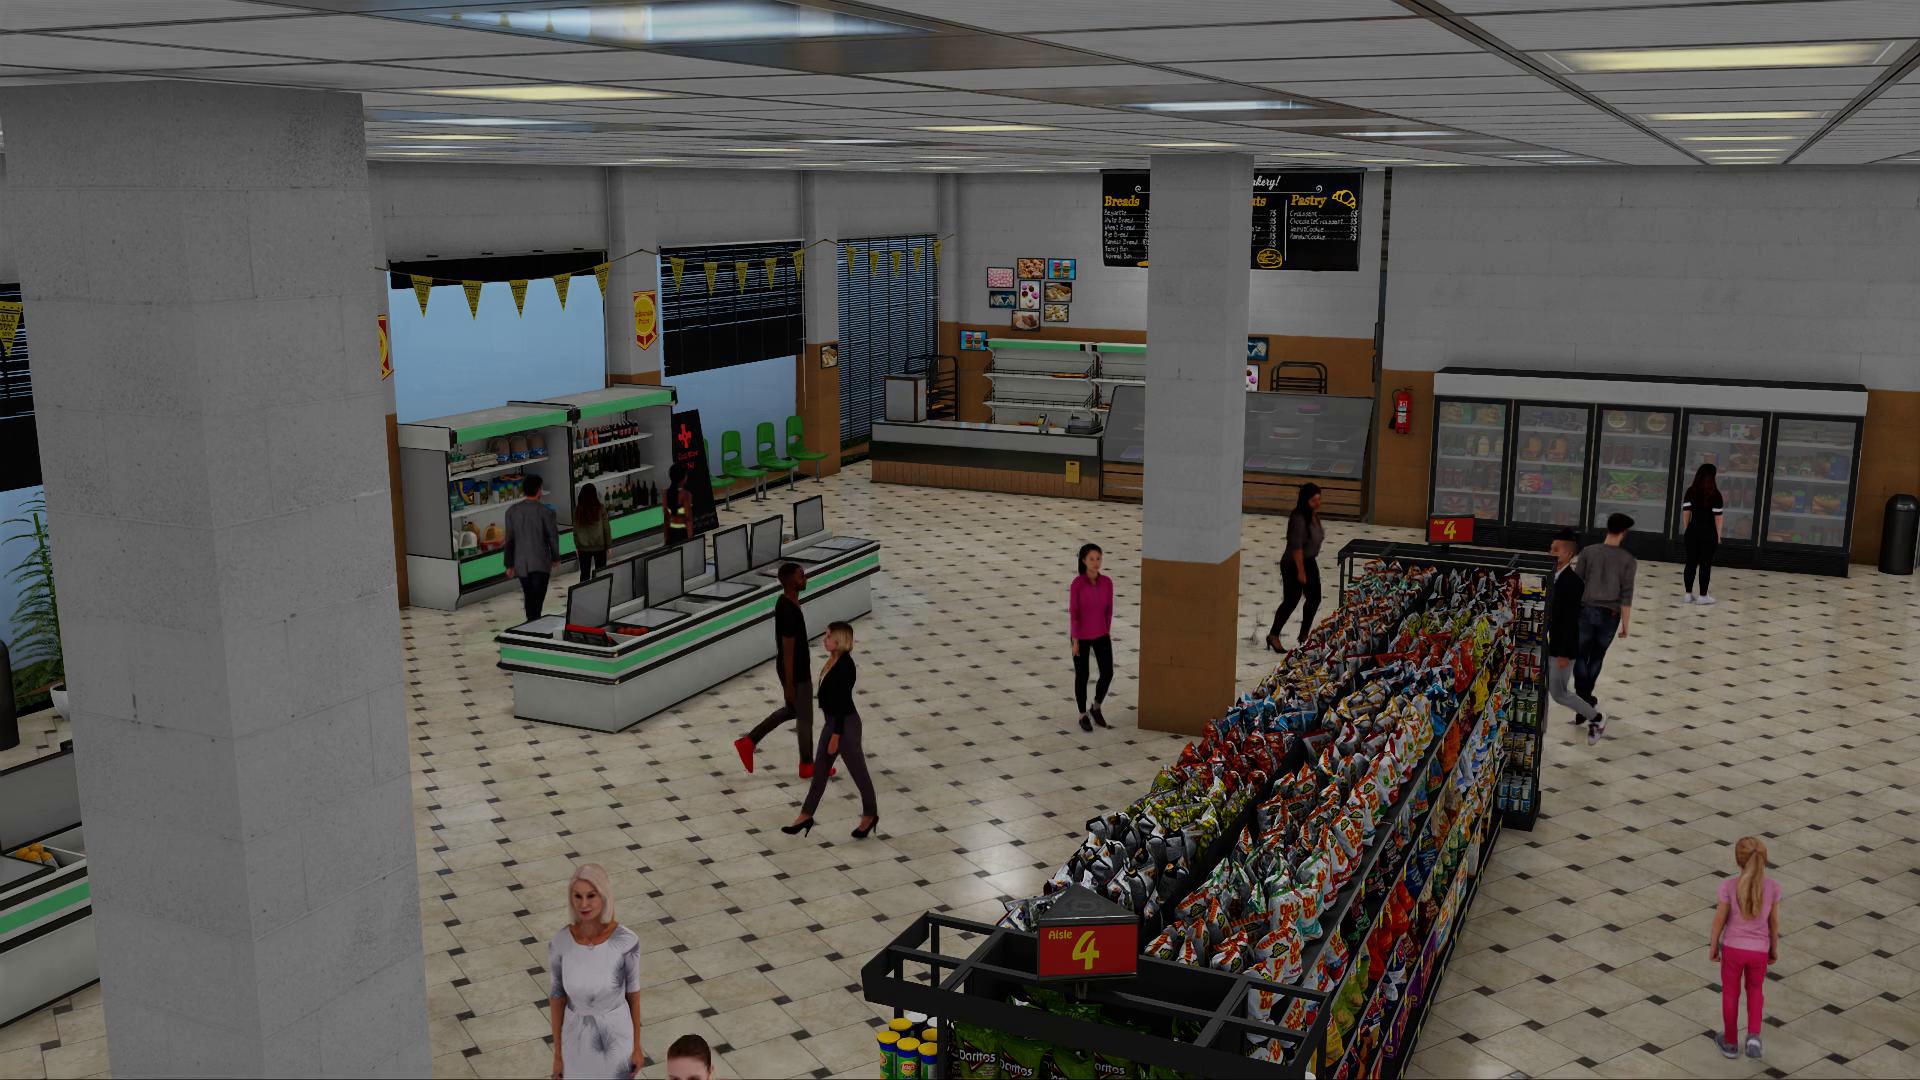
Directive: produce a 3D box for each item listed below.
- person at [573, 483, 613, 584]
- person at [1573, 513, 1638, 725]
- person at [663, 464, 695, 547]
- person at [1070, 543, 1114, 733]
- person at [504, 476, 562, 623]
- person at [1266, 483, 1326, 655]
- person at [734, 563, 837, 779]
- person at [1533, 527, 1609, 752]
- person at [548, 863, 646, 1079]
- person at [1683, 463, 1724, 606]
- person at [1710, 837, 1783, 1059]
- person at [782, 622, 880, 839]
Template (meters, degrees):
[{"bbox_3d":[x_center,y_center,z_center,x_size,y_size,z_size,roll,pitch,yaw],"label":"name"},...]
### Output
[{"bbox_3d":[-4.150,0.085,18.762,0.649,1.476,0.642,0,12,1],"label":"person"},{"bbox_3d":[5.666,0.720,14.813,0.755,1.859,1.132,4,13,20],"label":"person"},{"bbox_3d":[-3.151,0.048,18.334,0.583,1.724,1.100,6,13,26],"label":"person"},{"bbox_3d":[1.106,0.847,14.632,0.698,1.685,0.750,-3,12,-16],"label":"person"},{"bbox_3d":[-4.348,0.311,16.832,0.849,1.828,1.161,3,12,12],"label":"person"},{"bbox_3d":[3.380,0.302,16.943,0.786,1.800,0.765,6,13,26],"label":"person"},{"bbox_3d":[-1.426,1.067,13.338,1.070,1.789,1.091,-2,12,-8],"label":"person"},{"bbox_3d":[5.095,0.865,13.947,1.117,1.933,1.114,-2,12,-10],"label":"person"},{"bbox_3d":[-1.655,2.299,7.579,0.643,1.751,0.667,-2,12,-8],"label":"person"},{"bbox_3d":[8.532,-0.076,19.128,0.711,1.639,0.695,-10,16,-40],"label":"person"},{"bbox_3d":[4.288,2.241,9.038,0.580,1.262,0.678,2,12,11],"label":"person"},{"bbox_3d":[-0.759,1.405,12.085,1.035,1.644,0.972,-4,13,-20],"label":"person"}]
